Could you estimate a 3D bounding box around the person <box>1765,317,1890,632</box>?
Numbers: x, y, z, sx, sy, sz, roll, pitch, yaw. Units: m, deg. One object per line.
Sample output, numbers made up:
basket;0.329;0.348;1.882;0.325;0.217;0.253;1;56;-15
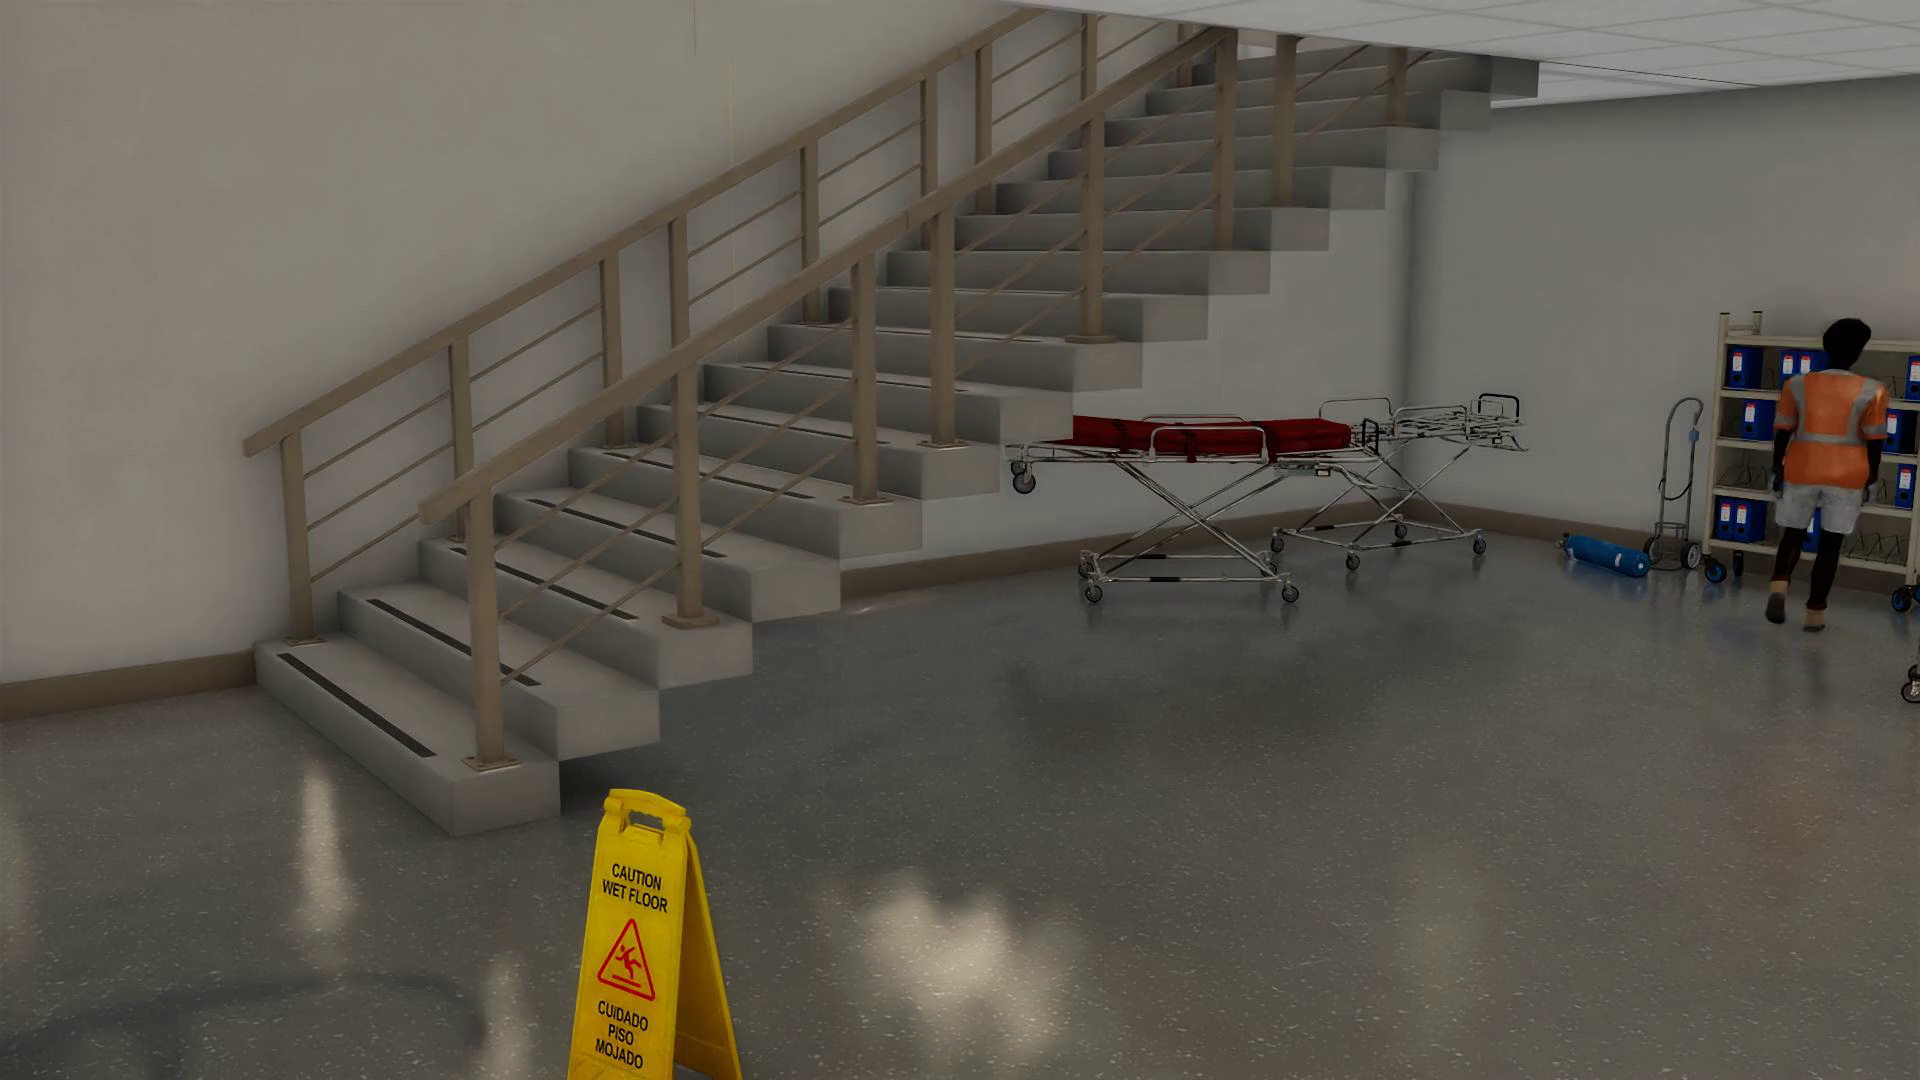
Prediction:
person;4.539;-0.320;8.726;0.546;1.678;0.444;8;12;37
